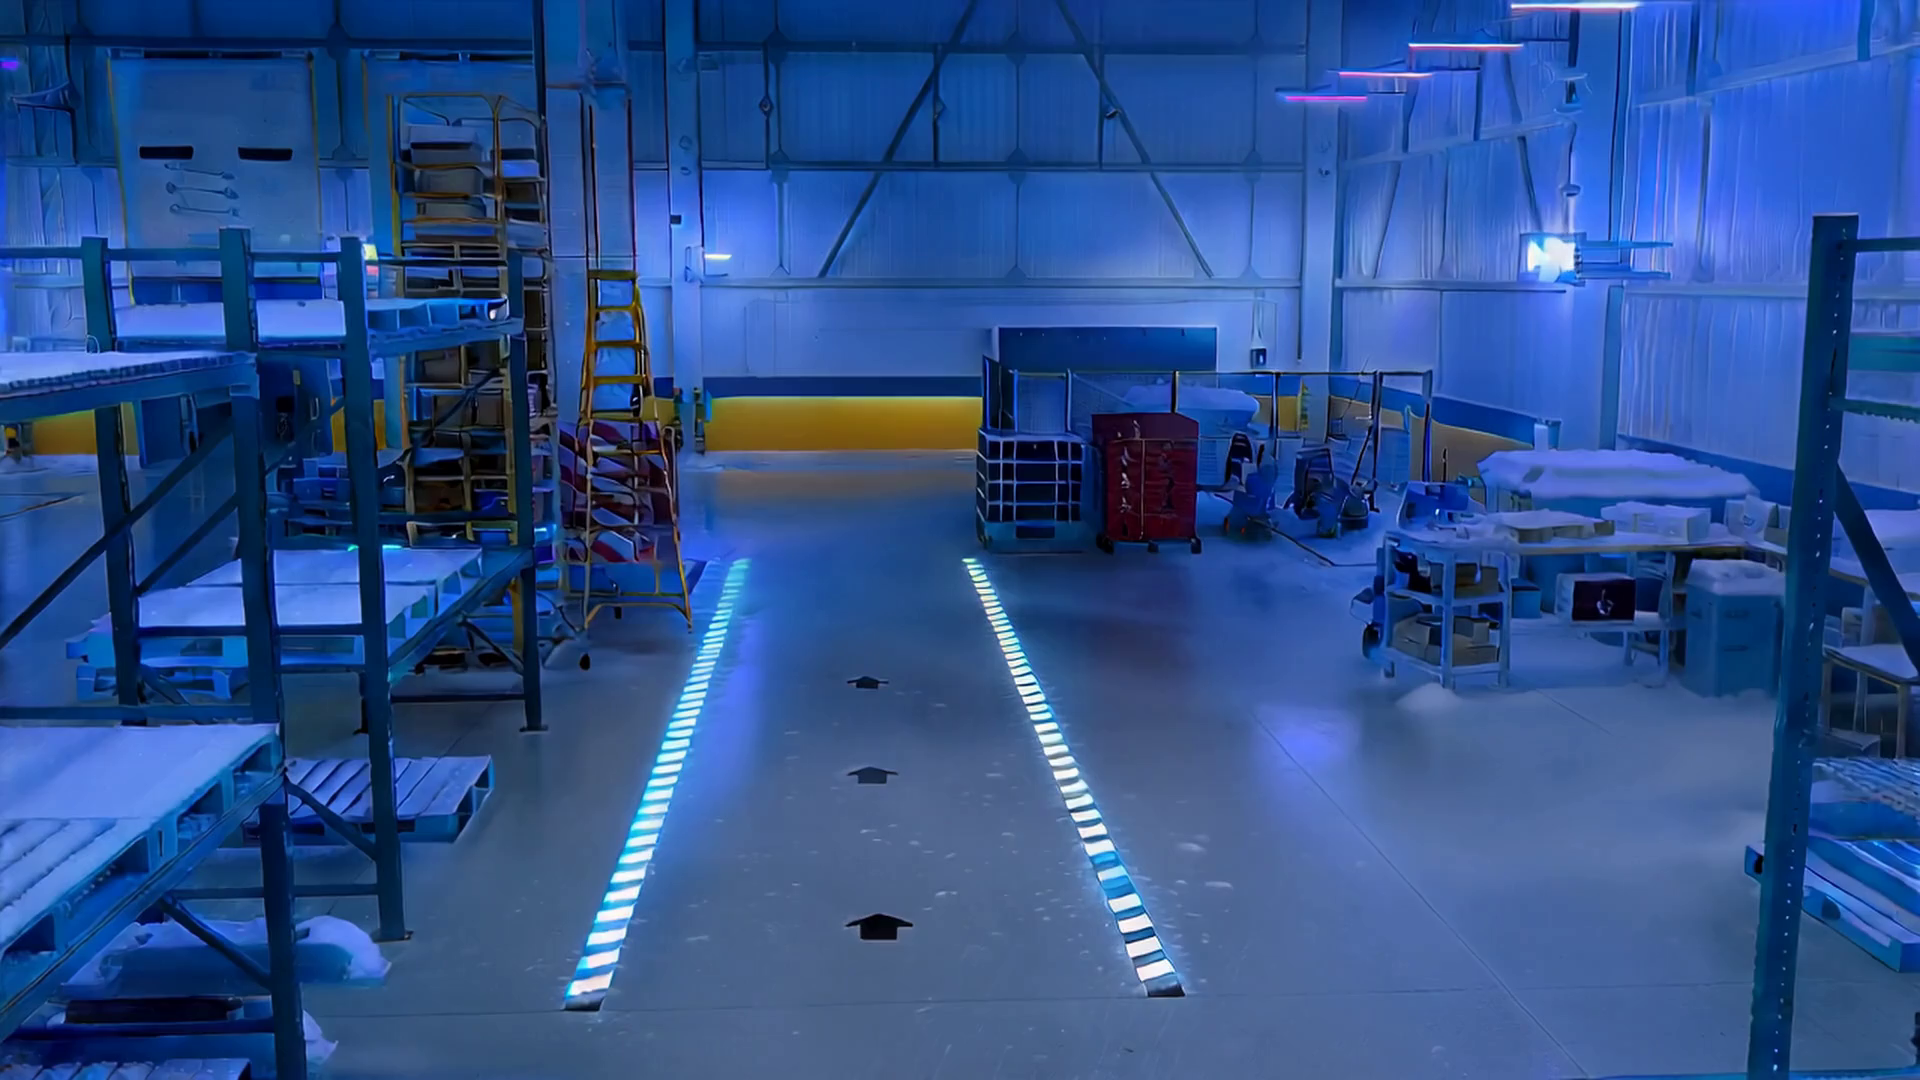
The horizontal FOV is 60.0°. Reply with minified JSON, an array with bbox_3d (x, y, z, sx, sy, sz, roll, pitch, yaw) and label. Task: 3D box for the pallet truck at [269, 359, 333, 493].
[{"bbox_3d":[-7.062,-1.131,18.996,1.885,1.965,0.823,2,9,13],"label":"pallet truck"}]
